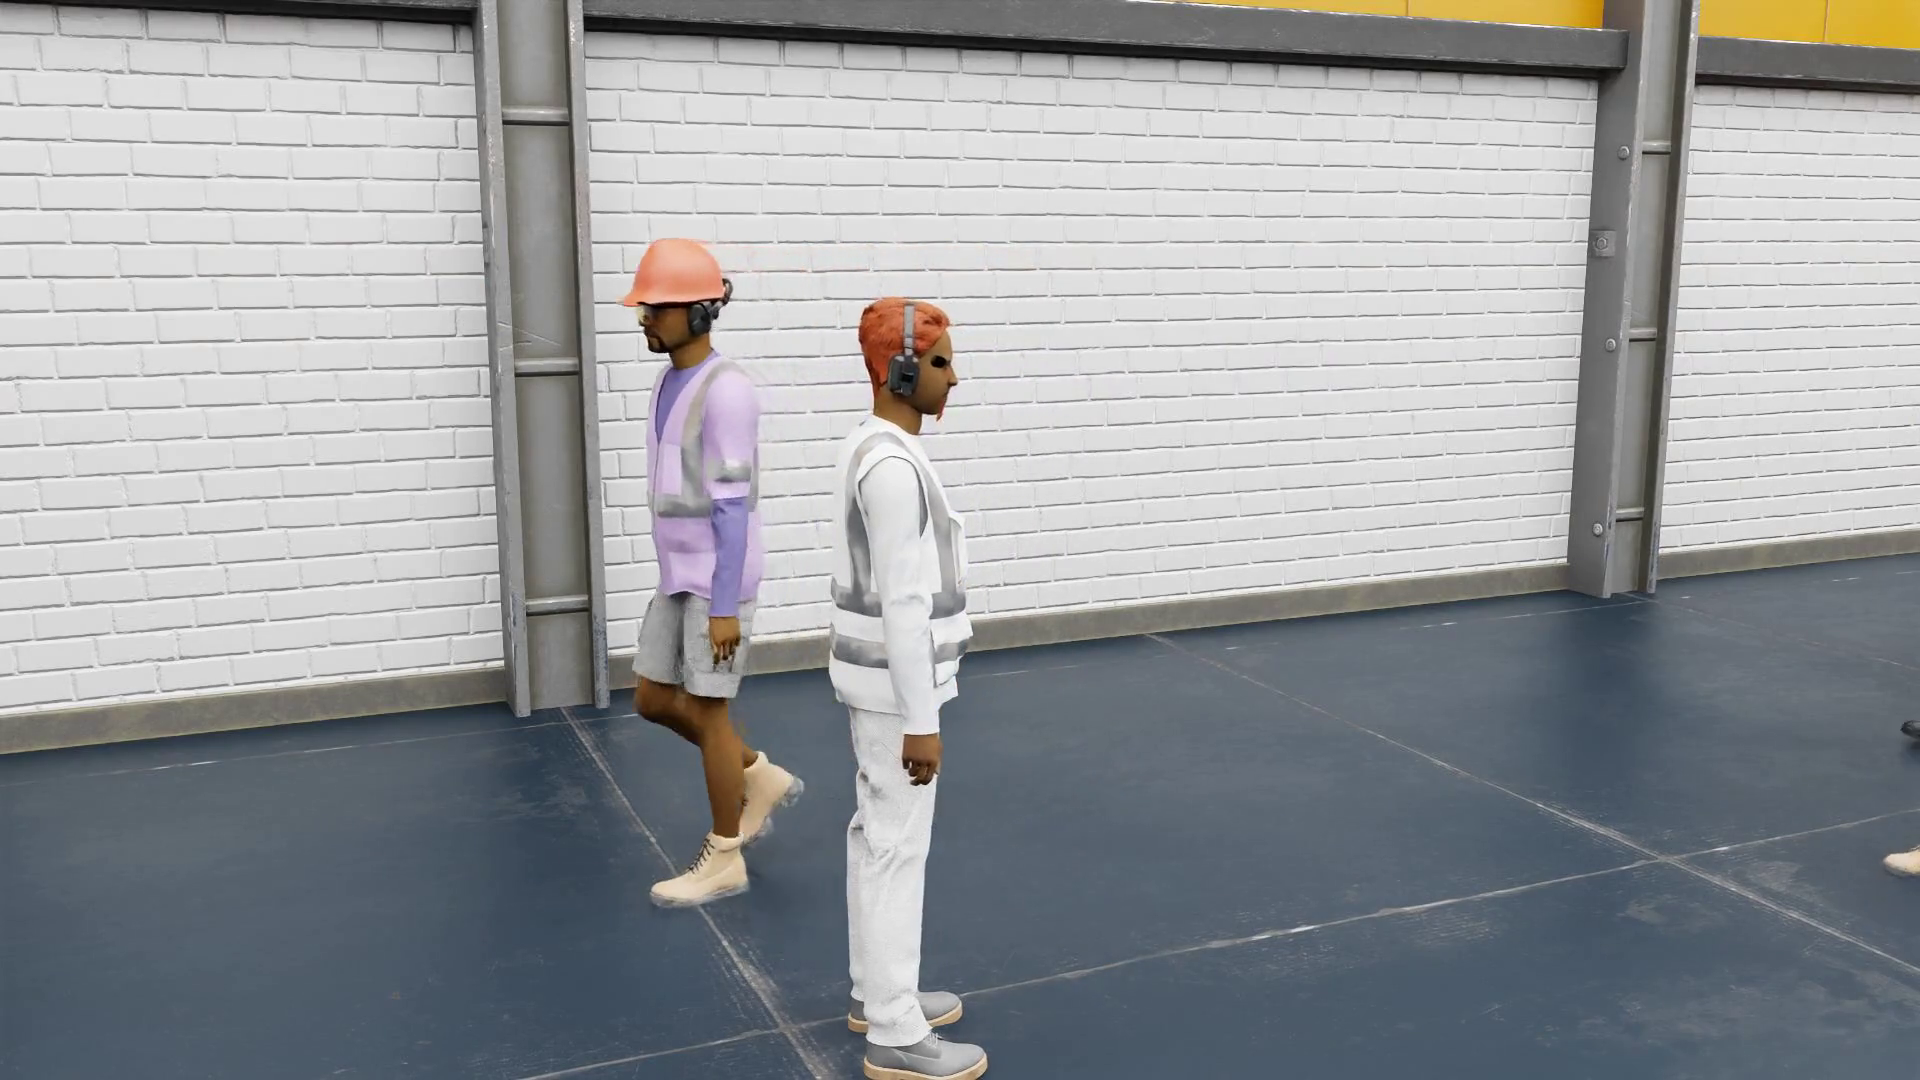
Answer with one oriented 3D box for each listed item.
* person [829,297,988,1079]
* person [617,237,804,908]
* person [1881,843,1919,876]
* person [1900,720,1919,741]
[{"bbox_3d":[-0.137,0.363,4.035,0.355,1.885,0.575,-2,10,-10],"label":"person"},{"bbox_3d":[-0.760,0.108,5.065,0.517,2.030,0.616,-7,12,-33],"label":"person"},{"bbox_3d":[3.314,0.267,5.117,0.638,1.681,0.535,1,10,6],"label":"person"},{"bbox_3d":[4.125,-0.071,6.416,0.856,1.874,0.653,2,11,12],"label":"person"}]
